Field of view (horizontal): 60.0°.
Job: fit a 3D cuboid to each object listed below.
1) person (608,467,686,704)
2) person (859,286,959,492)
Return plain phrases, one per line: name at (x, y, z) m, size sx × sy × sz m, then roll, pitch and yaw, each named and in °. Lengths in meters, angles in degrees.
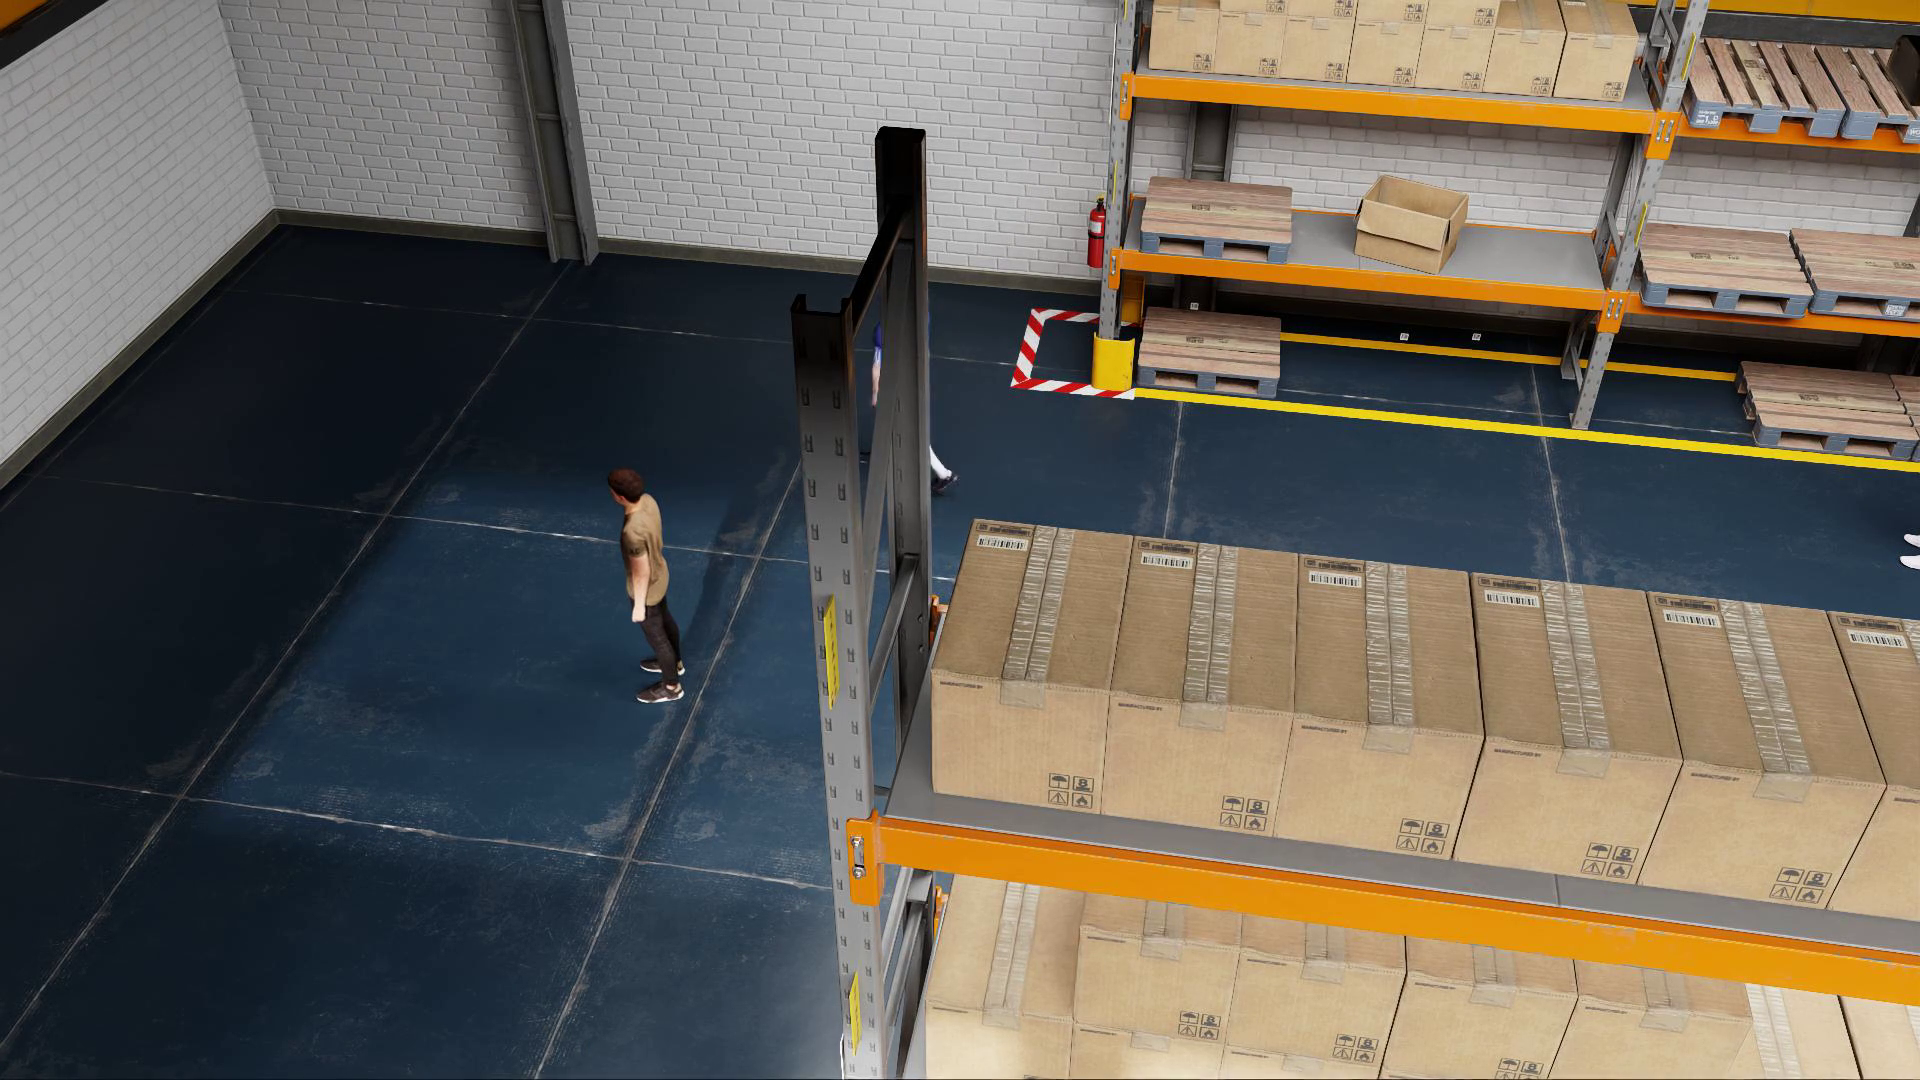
person at (-2.044, 0.284, 10.890) m, size 0.627 × 1.850 × 0.707 m, roll -1°, pitch 39°, yaw -1°
person at (-0.401, -1.158, 12.733) m, size 1.294 × 1.802 × 0.932 m, roll 17°, pitch 42°, yaw 20°
